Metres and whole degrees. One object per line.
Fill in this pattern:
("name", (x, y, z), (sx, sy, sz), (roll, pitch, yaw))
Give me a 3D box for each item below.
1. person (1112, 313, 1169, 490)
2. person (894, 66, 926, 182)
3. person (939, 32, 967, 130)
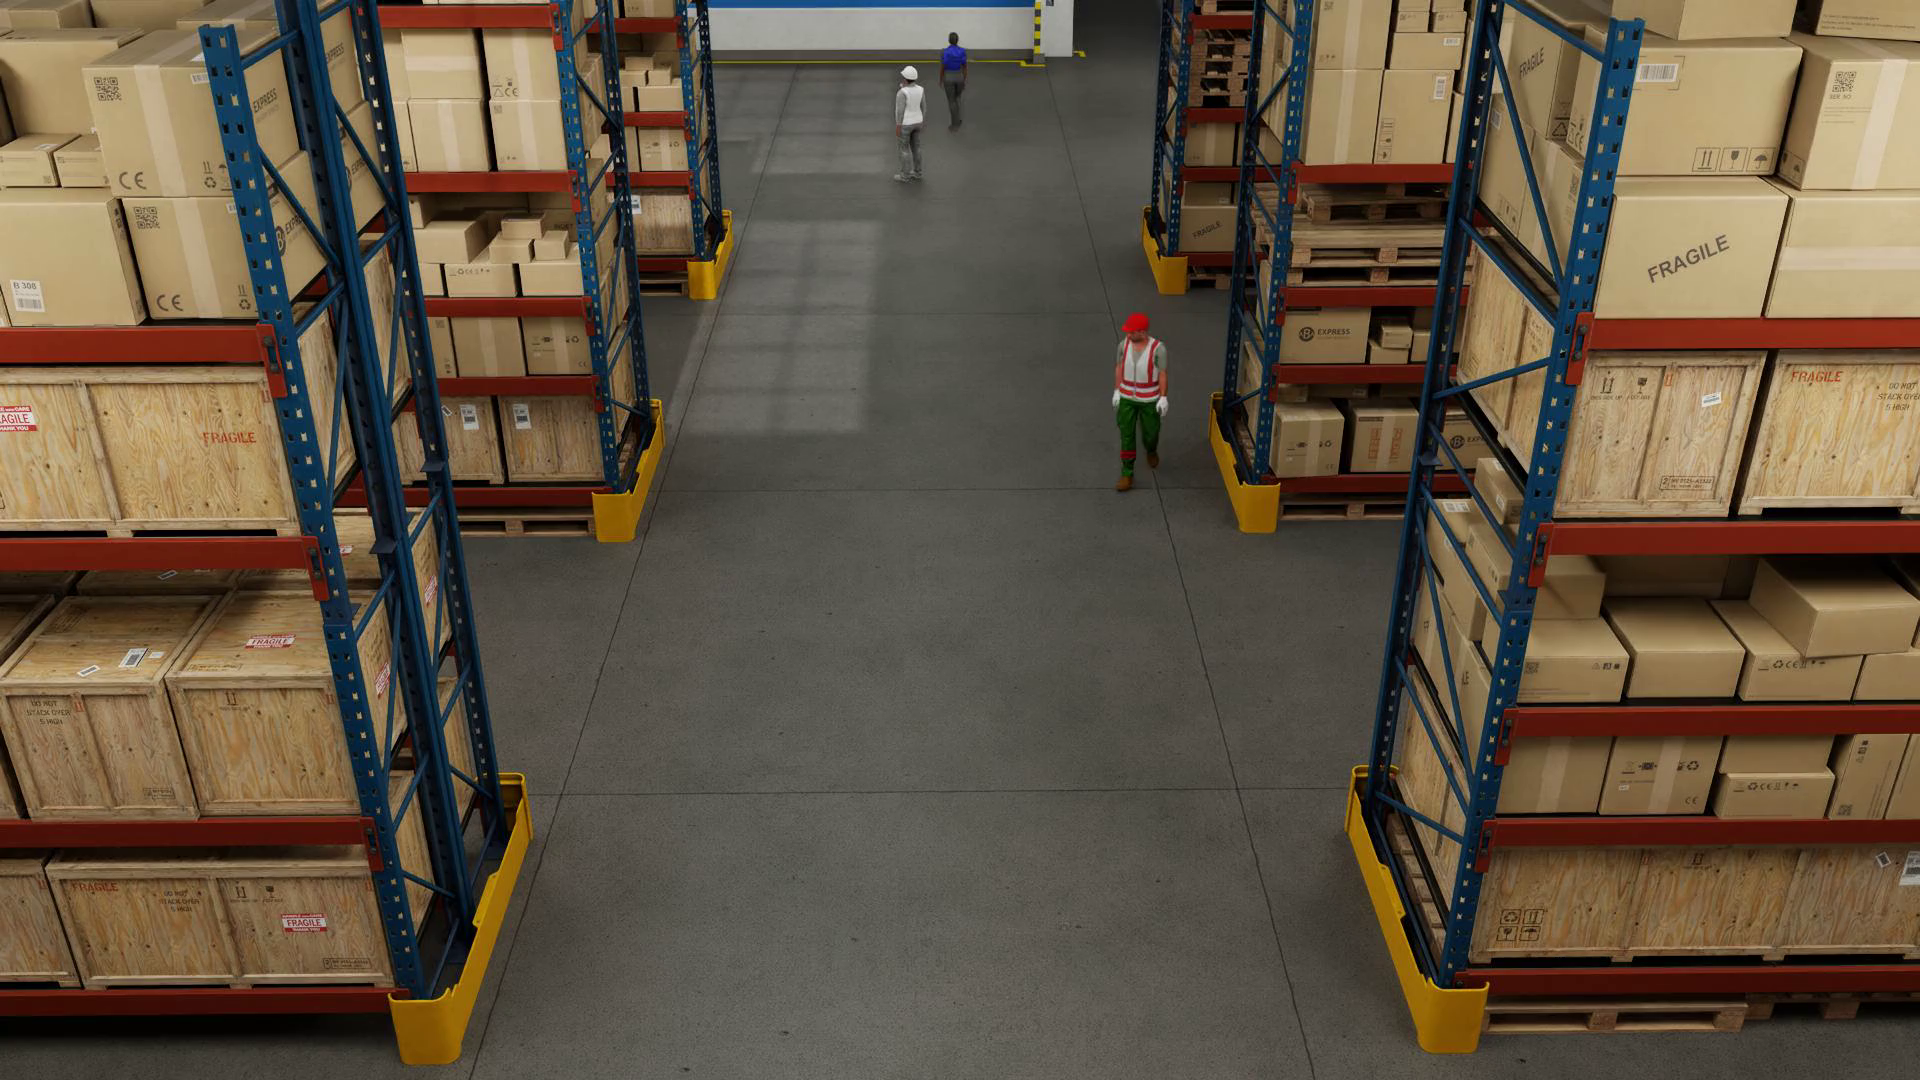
("person", (1.781, -1.401, 16.463), (0.582, 1.782, 0.645), (11, 30, 20))
("person", (-0.807, -6.524, 26.034), (0.530, 1.774, 0.382), (-21, 35, -34))
("person", (-0.132, -7.943, 28.792), (0.439, 1.682, 0.478), (-13, 31, -22))
